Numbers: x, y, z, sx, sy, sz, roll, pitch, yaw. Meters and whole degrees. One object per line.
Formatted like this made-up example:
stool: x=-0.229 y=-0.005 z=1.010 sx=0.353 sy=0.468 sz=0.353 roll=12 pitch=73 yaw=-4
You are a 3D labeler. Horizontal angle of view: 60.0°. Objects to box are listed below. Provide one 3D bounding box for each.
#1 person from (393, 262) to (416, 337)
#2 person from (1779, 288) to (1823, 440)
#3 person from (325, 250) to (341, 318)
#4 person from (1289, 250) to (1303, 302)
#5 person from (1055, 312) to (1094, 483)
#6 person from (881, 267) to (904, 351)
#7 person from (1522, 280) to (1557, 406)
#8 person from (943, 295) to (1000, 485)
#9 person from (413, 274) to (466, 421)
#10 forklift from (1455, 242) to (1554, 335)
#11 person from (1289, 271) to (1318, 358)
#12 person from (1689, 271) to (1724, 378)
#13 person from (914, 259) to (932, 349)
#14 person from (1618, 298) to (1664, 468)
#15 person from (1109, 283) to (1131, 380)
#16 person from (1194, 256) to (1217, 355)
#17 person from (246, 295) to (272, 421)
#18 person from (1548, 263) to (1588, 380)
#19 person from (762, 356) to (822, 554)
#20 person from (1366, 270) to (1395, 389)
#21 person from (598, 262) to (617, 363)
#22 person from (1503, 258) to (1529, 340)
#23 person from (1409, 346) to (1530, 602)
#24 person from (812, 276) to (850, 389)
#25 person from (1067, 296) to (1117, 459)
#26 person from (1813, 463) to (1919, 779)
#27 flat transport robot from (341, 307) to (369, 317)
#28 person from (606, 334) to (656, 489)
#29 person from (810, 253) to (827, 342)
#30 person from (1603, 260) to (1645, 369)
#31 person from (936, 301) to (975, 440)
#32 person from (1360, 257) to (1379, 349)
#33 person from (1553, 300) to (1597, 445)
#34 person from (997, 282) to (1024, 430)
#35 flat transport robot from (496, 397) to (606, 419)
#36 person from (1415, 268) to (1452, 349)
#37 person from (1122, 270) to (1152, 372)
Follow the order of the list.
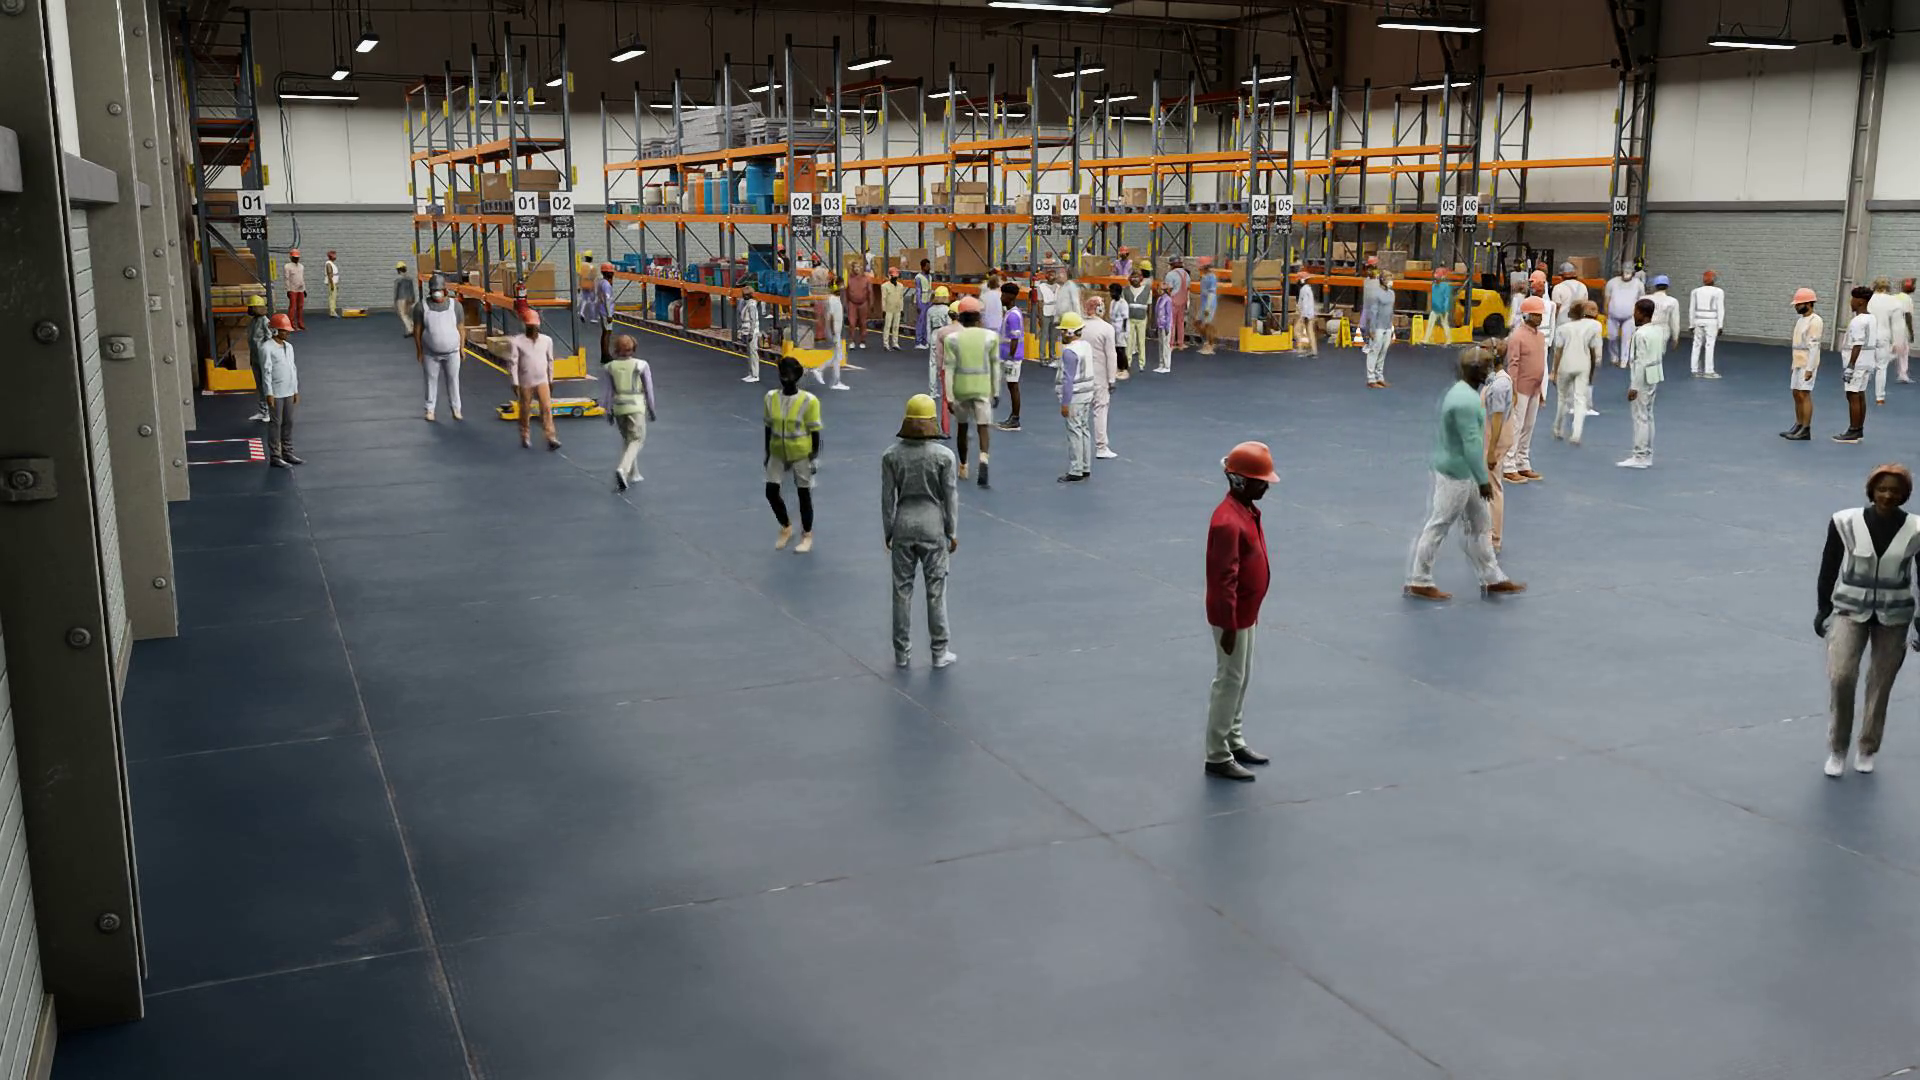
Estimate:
person: x=-12.912 y=-5.602 z=38.801 sx=0.617 sy=1.731 sz=0.558 roll=8 pitch=13 yaw=34
person: x=10.726 y=-2.235 z=21.200 sx=0.386 sy=1.924 sz=0.548 roll=1 pitch=11 yaw=4
person: x=-17.274 y=-7.035 z=45.772 sx=0.390 sy=1.850 sz=0.564 roll=-2 pitch=11 yaw=-12
person: x=9.267 y=-7.113 z=46.150 sx=0.510 sy=1.859 sz=0.462 roll=-1 pitch=11 yaw=-7
person: x=1.221 y=-1.525 z=17.848 sx=0.405 sy=1.823 sz=0.589 roll=4 pitch=12 yaw=21
person: x=-1.389 y=-4.826 z=34.789 sx=0.563 sy=1.751 sz=0.342 roll=-9 pitch=14 yaw=-38
person: x=8.586 y=-2.928 z=24.802 sx=0.572 sy=1.887 sz=0.356 roll=-4 pitch=12 yaw=-18
person: x=0.131 y=-1.585 z=17.671 sx=0.614 sy=2.015 sz=0.880 roll=-1 pitch=11 yaw=-3
person: x=-7.224 y=-2.680 z=23.152 sx=0.687 sy=2.000 sz=0.535 roll=-4 pitch=12 yaw=-20
forklift: x=13.047 y=-6.049 z=39.881 sx=2.313 sy=2.155 sz=1.214 roll=-5 pitch=12 yaw=-23
person: x=6.863 y=-4.489 z=33.183 sx=0.646 sy=1.713 sz=0.573 roll=4 pitch=12 yaw=20
person: x=13.109 y=-3.764 z=29.138 sx=0.366 sy=1.865 sz=0.692 roll=-10 pitch=15 yaw=-40
person: x=-0.782 y=-5.018 z=35.384 sx=0.391 sy=1.911 sz=0.584 roll=5 pitch=12 yaw=24
person: x=7.769 y=-1.777 z=18.878 sx=0.373 sy=1.914 sz=0.597 roll=9 pitch=14 yaw=38
person: x=2.740 y=-3.606 z=28.783 sx=0.371 sy=1.680 sz=0.550 roll=-4 pitch=12 yaw=-18
person: x=4.975 y=-4.734 z=33.682 sx=0.542 sy=2.005 sz=0.653 roll=-2 pitch=11 yaw=-11
person: x=-9.722 y=-2.522 z=23.110 sx=0.485 sy=1.744 sz=0.294 roll=8 pitch=14 yaw=35
person: x=10.433 y=-3.781 z=28.746 sx=0.677 sy=2.000 sz=0.536 roll=-4 pitch=12 yaw=-20
person: x=-1.414 y=-0.708 z=14.021 sx=0.553 sy=1.682 sz=0.425 roll=4 pitch=12 yaw=19
person: x=6.943 y=-3.462 z=27.383 sx=0.629 sy=1.940 sz=0.378 roll=-10 pitch=15 yaw=-43
person: x=-6.758 y=-4.363 z=31.970 sx=0.373 sy=1.934 sz=0.551 roll=-4 pitch=12 yaw=-22
person: x=12.592 y=-5.434 z=37.584 sx=0.325 sy=1.871 sz=0.516 roll=-7 pitch=13 yaw=-30
person: x=3.805 y=-0.460 z=12.241 sx=0.958 sy=1.898 sz=0.655 roll=4 pitch=12 yaw=20
person: x=-2.111 y=-3.382 z=27.202 sx=0.567 sy=1.857 sz=0.519 roll=2 pitch=11 yaw=11
person: x=1.576 y=-1.910 z=19.602 sx=0.642 sy=1.901 sz=0.401 roll=8 pitch=14 yaw=37
person: x=4.626 y=0.424 z=8.421 sx=0.546 sy=1.615 sz=0.588 roll=6 pitch=13 yaw=28
flat transport robot: x=-16.882 y=-6.368 z=46.407 sx=0.652 sy=0.197 sz=1.431 roll=-3 pitch=12 yaw=-16
person: x=-3.498 y=-1.349 z=17.481 sx=0.513 sy=1.609 sz=0.738 roll=4 pitch=12 yaw=19
person: x=-3.167 y=-5.407 z=37.125 sx=0.382 sy=1.994 sz=0.613 roll=4 pitch=12 yaw=20
person: x=12.338 y=-4.212 z=30.935 sx=0.705 sy=2.000 sz=0.652 roll=5 pitch=12 yaw=23
person: x=-0.044 y=-2.151 z=21.161 sx=0.533 sy=1.767 sz=0.324 roll=5 pitch=12 yaw=23
person: x=8.696 y=-4.990 z=35.145 sx=0.352 sy=1.942 sz=0.546 roll=7 pitch=13 yaw=31
person: x=7.709 y=-2.106 z=20.876 sx=0.533 sy=1.796 sz=0.986 roll=2 pitch=11 yaw=9
person: x=0.675 y=-2.442 z=22.130 sx=0.367 sy=1.966 sz=0.604 roll=0 pitch=11 yaw=2
flat transport robot: x=-5.809 y=-1.876 z=23.579 sx=1.431 sy=0.197 sz=0.652 roll=-5 pitch=12 yaw=-23
person: x=10.137 y=-4.900 z=35.279 sx=0.936 sy=1.700 sz=0.581 roll=-6 pitch=13 yaw=-28
person: x=3.203 y=-3.974 z=30.222 sx=0.570 sy=1.843 sz=0.373 roll=3 pitch=12 yaw=14
